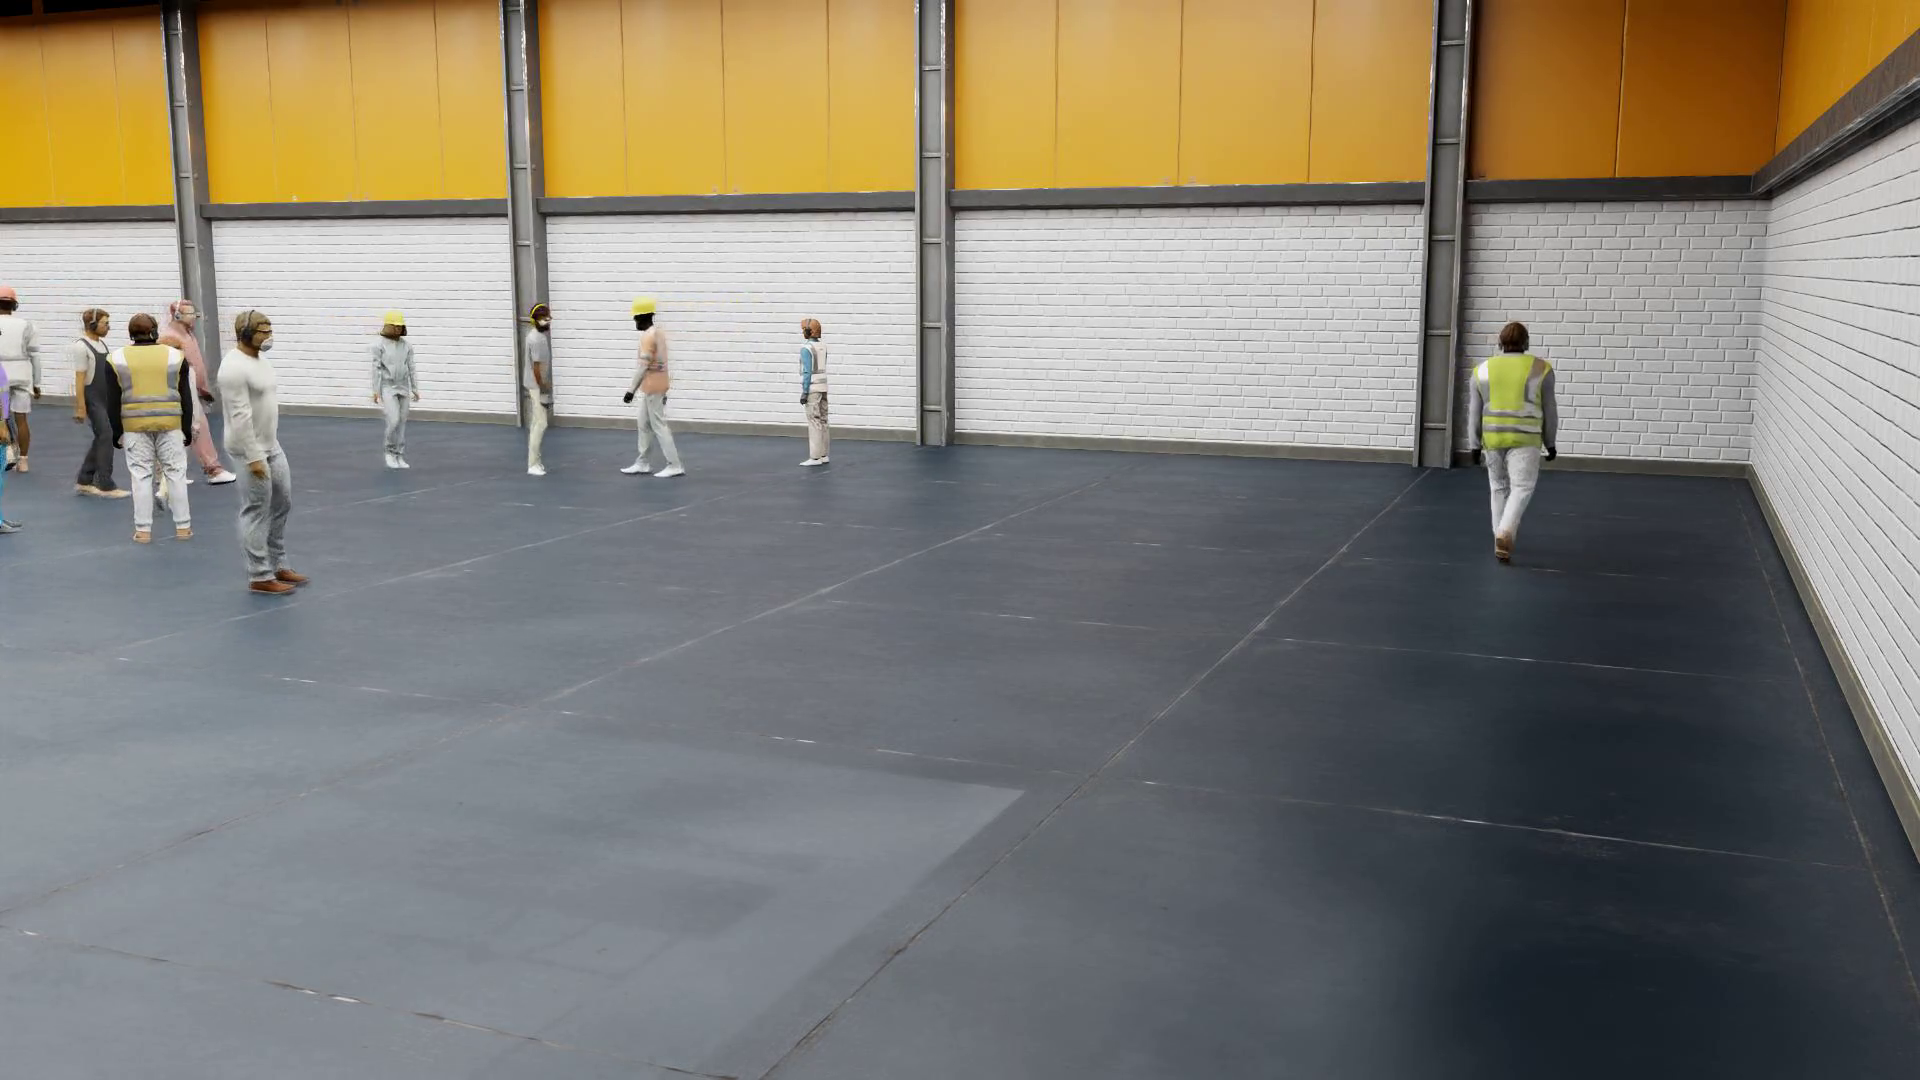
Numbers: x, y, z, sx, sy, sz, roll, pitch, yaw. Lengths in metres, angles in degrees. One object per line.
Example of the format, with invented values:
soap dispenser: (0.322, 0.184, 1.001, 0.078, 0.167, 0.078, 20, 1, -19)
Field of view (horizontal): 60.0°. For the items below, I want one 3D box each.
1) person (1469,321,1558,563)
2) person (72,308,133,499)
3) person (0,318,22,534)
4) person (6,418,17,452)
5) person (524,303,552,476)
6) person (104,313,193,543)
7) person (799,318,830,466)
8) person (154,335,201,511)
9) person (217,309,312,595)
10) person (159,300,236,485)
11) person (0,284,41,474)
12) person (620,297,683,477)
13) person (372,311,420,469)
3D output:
person: (4.165, -0.748, 12.587, 0.623, 1.811, 0.868, 7, 11, 35)
person: (-8.258, -1.304, 15.913, 0.627, 1.814, 0.516, -1, 9, -5)
person: (-8.065, -0.963, 13.828, 0.452, 1.849, 0.582, -9, 13, -43)
person: (-11.692, -1.962, 19.520, 1.028, 1.935, 0.652, -8, 12, -38)
person: (-4.476, -1.613, 17.780, 0.336, 1.833, 0.697, -1, 9, -9)
person: (-6.513, -0.898, 13.396, 0.624, 1.840, 0.430, -5, 11, -29)
person: (-1.621, -1.637, 18.470, 0.315, 1.641, 0.515, 4, 10, 21)
person: (-7.133, -1.038, 14.952, 0.533, 1.601, 0.648, 0, 9, 2)
person: (-4.720, -0.582, 11.203, 0.425, 1.936, 0.644, 0, 9, 1)
person: (-7.718, -1.479, 16.826, 0.919, 1.870, 0.651, -2, 10, -14)
person: (-10.141, -1.701, 17.726, 0.647, 2.020, 0.477, -8, 12, -41)
person: (-3.264, -1.594, 17.462, 0.695, 1.898, 0.603, -1, 9, -3)
person: (-6.133, -1.629, 18.125, 0.413, 1.725, 0.512, 7, 12, 37)
